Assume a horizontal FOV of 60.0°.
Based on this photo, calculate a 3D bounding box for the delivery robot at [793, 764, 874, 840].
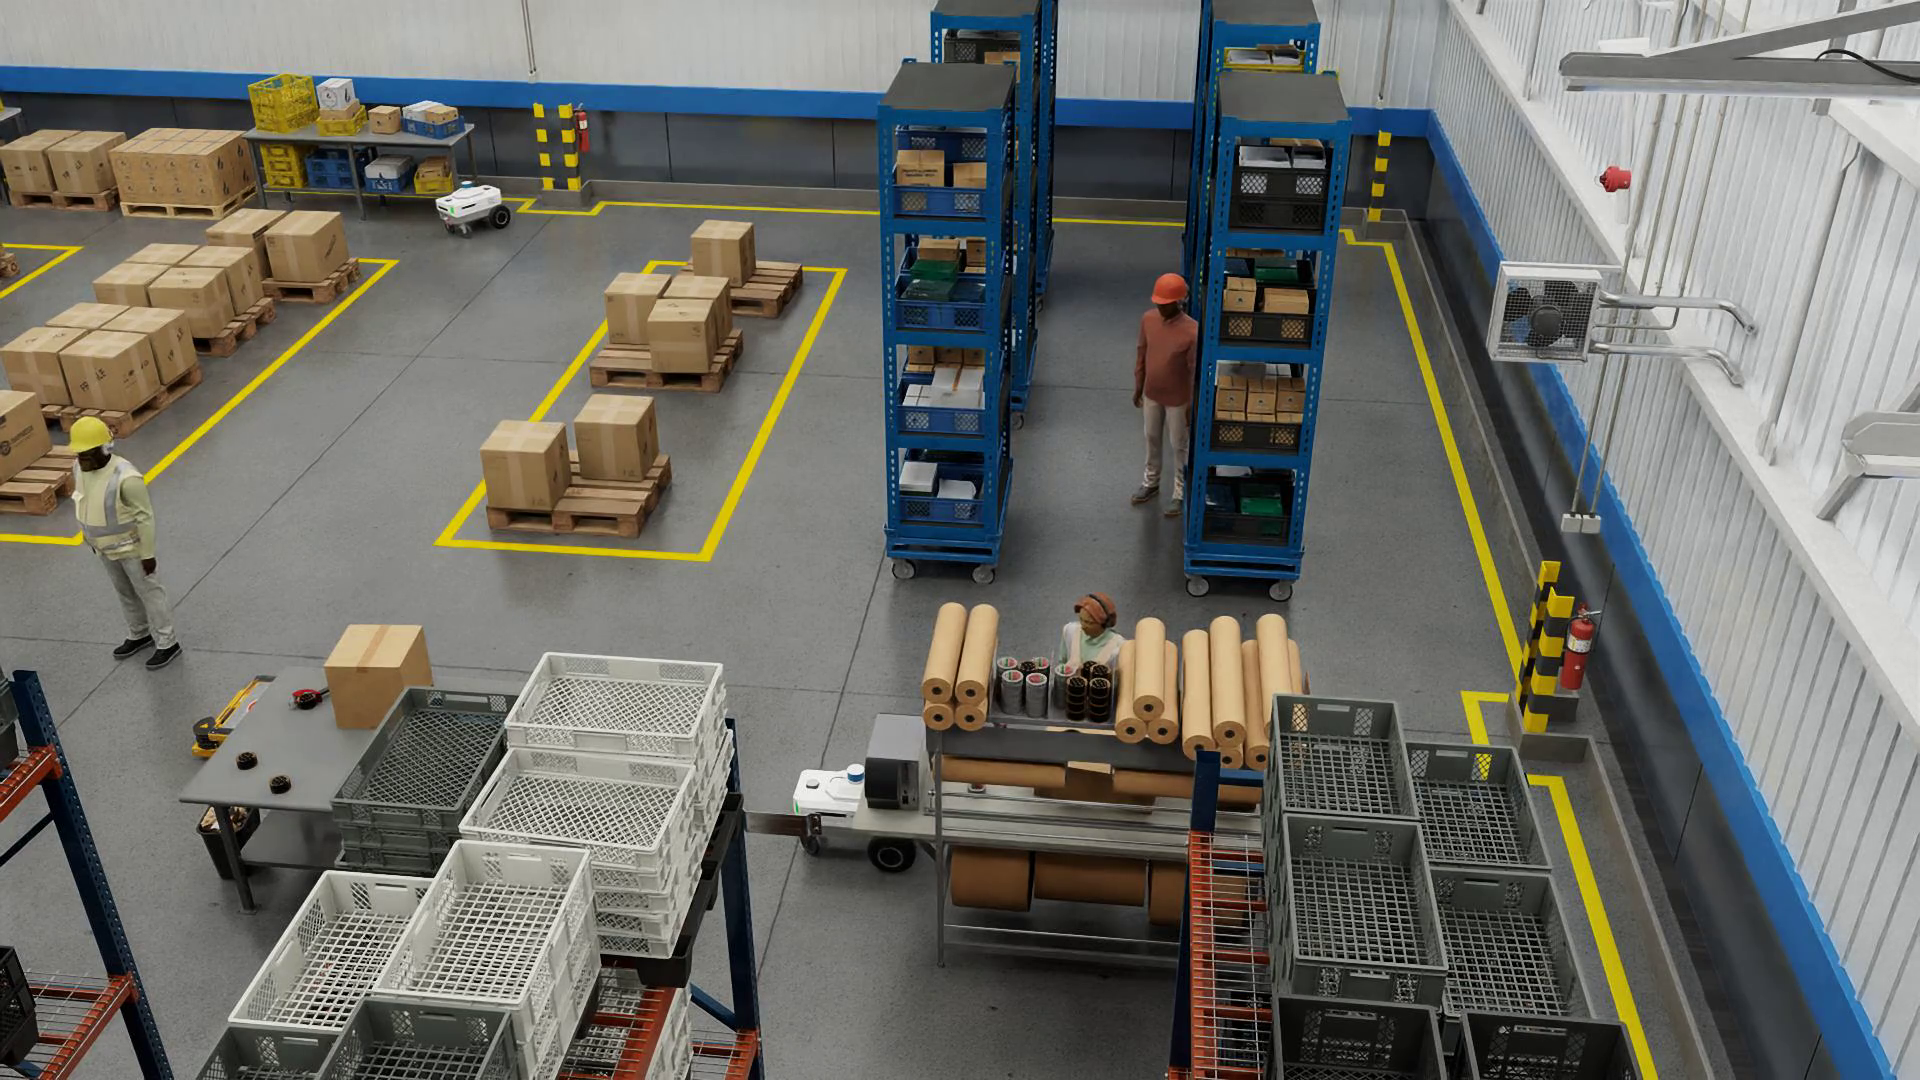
[{"bbox_3d":[-0.600,1.522,9.661,0.707,0.478,0.477,4,31,6],"label":"delivery robot"}]

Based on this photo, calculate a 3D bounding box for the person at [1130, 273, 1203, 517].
[{"bbox_3d":[1.587,-1.139,12.911,0.612,1.986,0.401,26,39,37],"label":"person"}]

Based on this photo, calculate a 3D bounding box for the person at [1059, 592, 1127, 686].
[{"bbox_3d":[0.772,1.000,9.583,0.511,1.634,0.311,23,38,34],"label":"person"}]

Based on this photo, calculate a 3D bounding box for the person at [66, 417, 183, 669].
[{"bbox_3d":[-5.603,0.013,11.081,0.600,1.831,0.404,14,33,23],"label":"person"}]

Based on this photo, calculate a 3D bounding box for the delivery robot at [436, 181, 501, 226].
[{"bbox_3d":[-5.556,-3.812,18.824,0.477,0.478,0.707,23,38,34],"label":"delivery robot"}]
